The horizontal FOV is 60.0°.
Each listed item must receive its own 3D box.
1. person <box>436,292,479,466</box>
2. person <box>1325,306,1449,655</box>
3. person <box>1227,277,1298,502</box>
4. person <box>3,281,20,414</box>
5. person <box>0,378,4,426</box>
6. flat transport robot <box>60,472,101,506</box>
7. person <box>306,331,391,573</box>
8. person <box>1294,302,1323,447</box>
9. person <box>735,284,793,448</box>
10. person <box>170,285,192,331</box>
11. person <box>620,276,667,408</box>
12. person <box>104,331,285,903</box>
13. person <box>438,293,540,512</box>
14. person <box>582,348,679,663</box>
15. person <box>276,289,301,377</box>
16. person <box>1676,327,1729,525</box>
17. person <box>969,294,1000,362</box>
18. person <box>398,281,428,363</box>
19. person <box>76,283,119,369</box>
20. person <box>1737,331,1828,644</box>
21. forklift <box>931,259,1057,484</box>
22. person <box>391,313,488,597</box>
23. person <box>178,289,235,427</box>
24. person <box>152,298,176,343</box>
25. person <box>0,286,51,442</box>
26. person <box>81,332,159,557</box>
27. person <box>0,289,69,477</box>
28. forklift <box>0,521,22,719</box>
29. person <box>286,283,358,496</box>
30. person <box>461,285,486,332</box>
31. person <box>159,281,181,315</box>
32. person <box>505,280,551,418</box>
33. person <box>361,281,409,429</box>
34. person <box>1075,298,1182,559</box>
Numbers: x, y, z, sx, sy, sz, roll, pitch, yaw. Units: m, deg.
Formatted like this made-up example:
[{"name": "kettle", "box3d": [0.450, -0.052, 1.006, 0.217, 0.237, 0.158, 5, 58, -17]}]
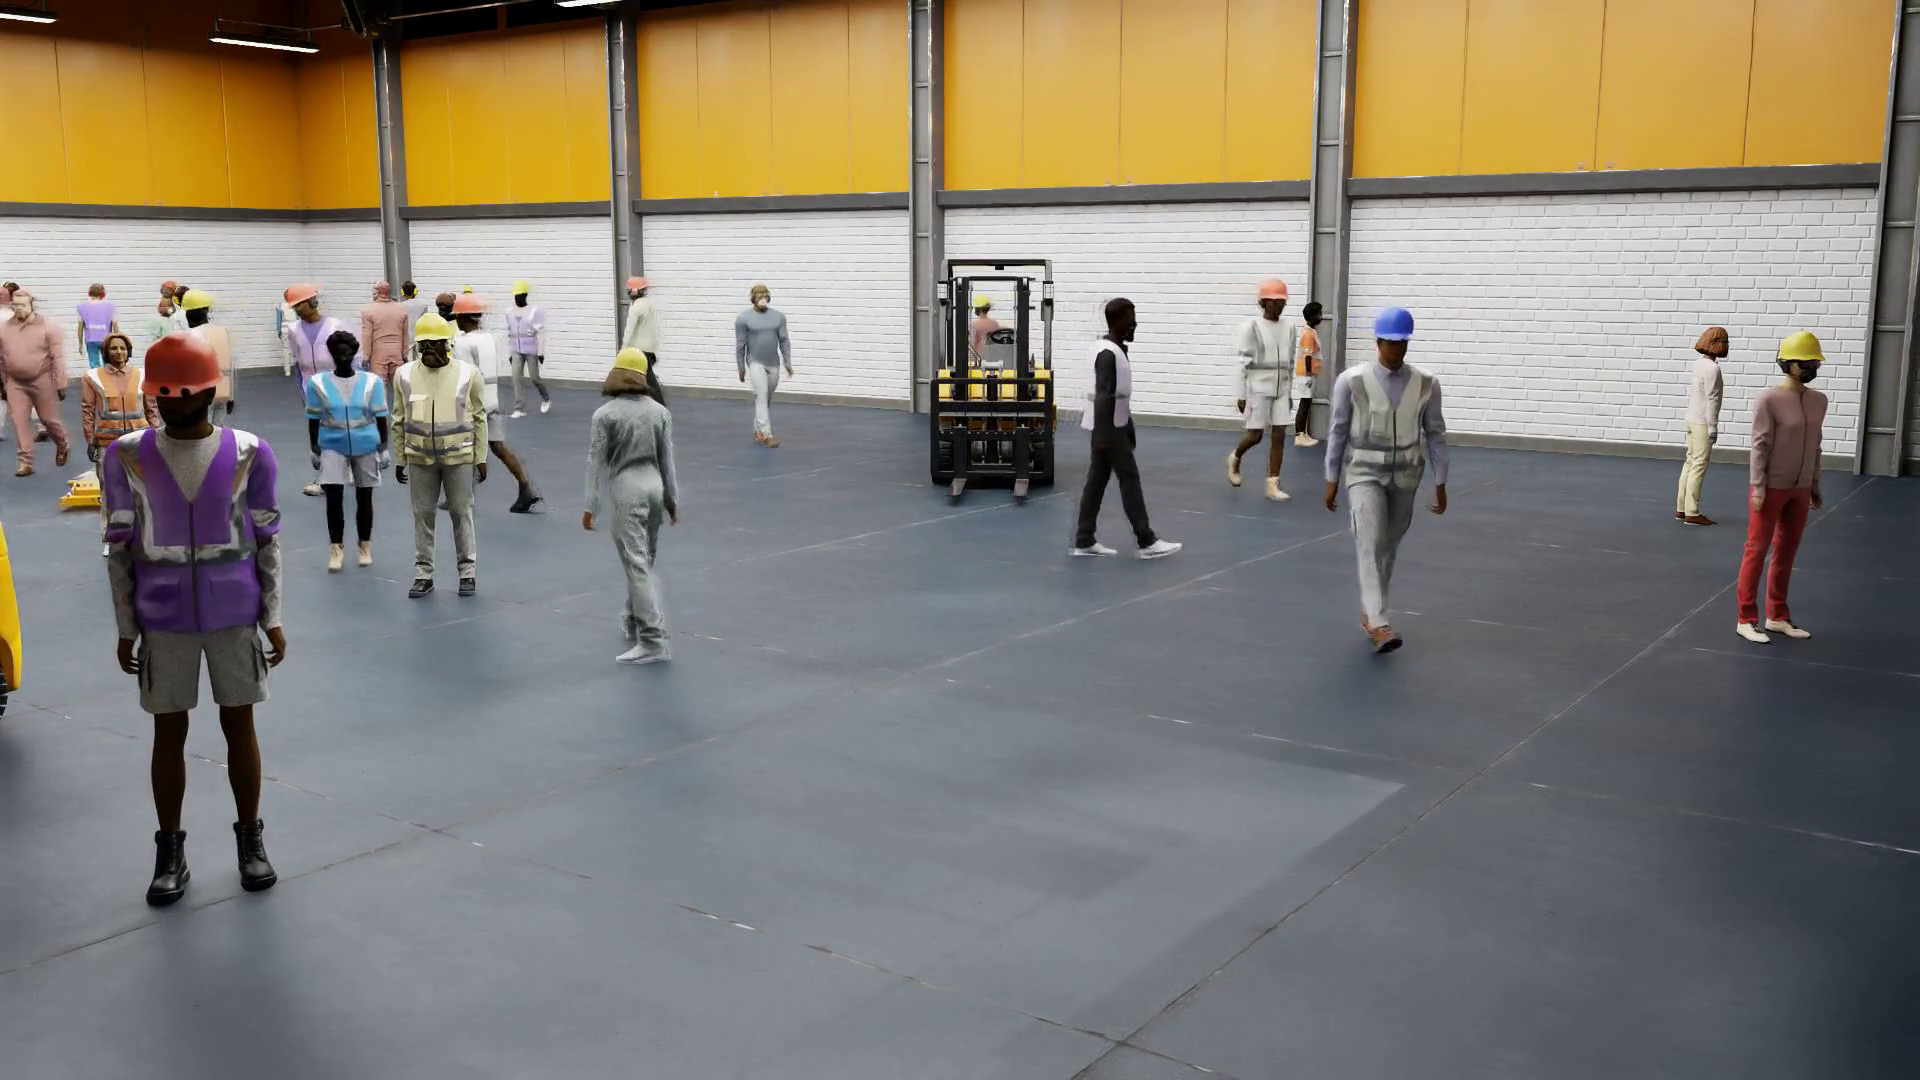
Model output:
[{"name": "person", "box3d": [-5.323, -1.667, 17.405, 0.621, 1.838, 0.429, 3, 10, 17]}, {"name": "person", "box3d": [2.388, -0.322, 9.171, 0.644, 1.901, 0.956, -1, 10, -5]}, {"name": "person", "box3d": [2.757, -1.380, 15.165, 0.612, 2.023, 0.768, -4, 10, -23]}, {"name": "person", "box3d": [-13.310, -2.699, 23.448, 0.322, 1.871, 0.531, 2, 10, 14]}, {"name": "person", "box3d": [-10.084, -1.591, 17.014, 0.621, 1.817, 0.759, -4, 10, -23]}, {"name": "flat transport robot", "box3d": [-7.649, -0.506, 15.134, 0.652, 0.197, 1.431, -2, 10, -15]}, {"name": "person", "box3d": [-4.241, -0.611, 11.568, 0.551, 1.673, 0.623, -4, 10, -21]}, {"name": "person", "box3d": [4.073, -1.933, 19.421, 0.321, 1.689, 0.530, 2, 10, 14]}, {"name": "person", "box3d": [-2.335, -2.063, 19.573, 0.628, 1.904, 0.991, -6, 11, -30]}, {"name": "person", "box3d": [-9.276, -2.123, 20.033, 0.325, 1.865, 0.516, 4, 10, 23]}, {"name": "person", "box3d": [-4.354, -2.536, 22.234, 1.004, 1.939, 0.628, 1, 10, 7]}, {"name": "person", "box3d": [-2.577, 0.260, 5.643, 0.542, 1.930, 0.375, -4, 10, -23]}, {"name": "person", "box3d": [-4.070, -1.161, 14.275, 0.978, 1.900, 0.557, 4, 10, 21]}, {"name": "person", "box3d": [-1.829, -0.211, 9.200, 0.839, 1.677, 0.561, 9, 13, 43]}, {"name": "person", "box3d": [-12.510, -3.876, 31.148, 0.523, 1.636, 0.310, -2, 10, -13]}, {"name": "person", "box3d": [6.127, -0.937, 13.687, 0.287, 1.625, 0.497, 1, 10, 9]}, {"name": "person", "box3d": [0.339, -2.302, 21.471, 0.527, 1.739, 0.807, -7, 12, -37]}, {"name": "person", "box3d": [-8.186, -2.938, 24.891, 0.517, 1.865, 0.327, -5, 11, -28]}, {"name": "person", "box3d": [-13.214, -3.024, 25.526, 0.573, 1.828, 0.445, -5, 11, -28]}, {"name": "person", "box3d": [4.701, -0.298, 9.452, 0.525, 1.769, 0.327, -4, 10, -21]}, {"name": "forklift", "box3d": [0.370, -1.738, 16.759, 1.214, 2.155, 2.313, 1, 10, 3]}, {"name": "person", "box3d": [-3.347, -0.541, 10.701, 0.601, 1.830, 0.404, -1, 10, -6]}, {"name": "person", "box3d": [-6.773, -1.312, 15.068, 0.541, 1.907, 0.604, 3, 10, 18]}, {"name": "person", "box3d": [-12.183, -2.927, 25.610, 0.821, 1.597, 0.513, 4, 11, 25]}, {"name": "person", "box3d": [-11.299, -2.087, 19.810, 0.959, 1.871, 0.653, -2, 10, -9]}, {"name": "person", "box3d": [-6.166, -0.706, 12.249, 0.513, 1.645, 0.307, -7, 12, -35]}, {"name": "person", "box3d": [-9.435, -1.614, 16.963, 0.650, 1.881, 0.824, -1, 10, -8]}, {"name": "forklift", "box3d": [-5.296, -0.090, 6.943, 1.214, 2.155, 2.313, 7, 12, 35]}, {"name": "person", "box3d": [-5.937, -1.423, 15.609, 0.698, 1.961, 1.084, 0, 10, 1]}, {"name": "person", "box3d": [-8.142, -3.347, 27.620, 0.533, 1.765, 0.330, -3, 10, -20]}, {"name": "person", "box3d": [-12.268, -3.123, 26.028, 0.608, 1.848, 0.445, 7, 12, 37]}, {"name": "person", "box3d": [-6.006, -2.659, 23.129, 0.594, 1.902, 0.808, 3, 10, 15]}, {"name": "person", "box3d": [-7.431, -2.387, 21.480, 0.409, 1.906, 0.651, 9, 13, 42]}, {"name": "person", "box3d": [1.238, -0.796, 12.047, 0.883, 1.885, 0.620, 1, 10, 9]}]
